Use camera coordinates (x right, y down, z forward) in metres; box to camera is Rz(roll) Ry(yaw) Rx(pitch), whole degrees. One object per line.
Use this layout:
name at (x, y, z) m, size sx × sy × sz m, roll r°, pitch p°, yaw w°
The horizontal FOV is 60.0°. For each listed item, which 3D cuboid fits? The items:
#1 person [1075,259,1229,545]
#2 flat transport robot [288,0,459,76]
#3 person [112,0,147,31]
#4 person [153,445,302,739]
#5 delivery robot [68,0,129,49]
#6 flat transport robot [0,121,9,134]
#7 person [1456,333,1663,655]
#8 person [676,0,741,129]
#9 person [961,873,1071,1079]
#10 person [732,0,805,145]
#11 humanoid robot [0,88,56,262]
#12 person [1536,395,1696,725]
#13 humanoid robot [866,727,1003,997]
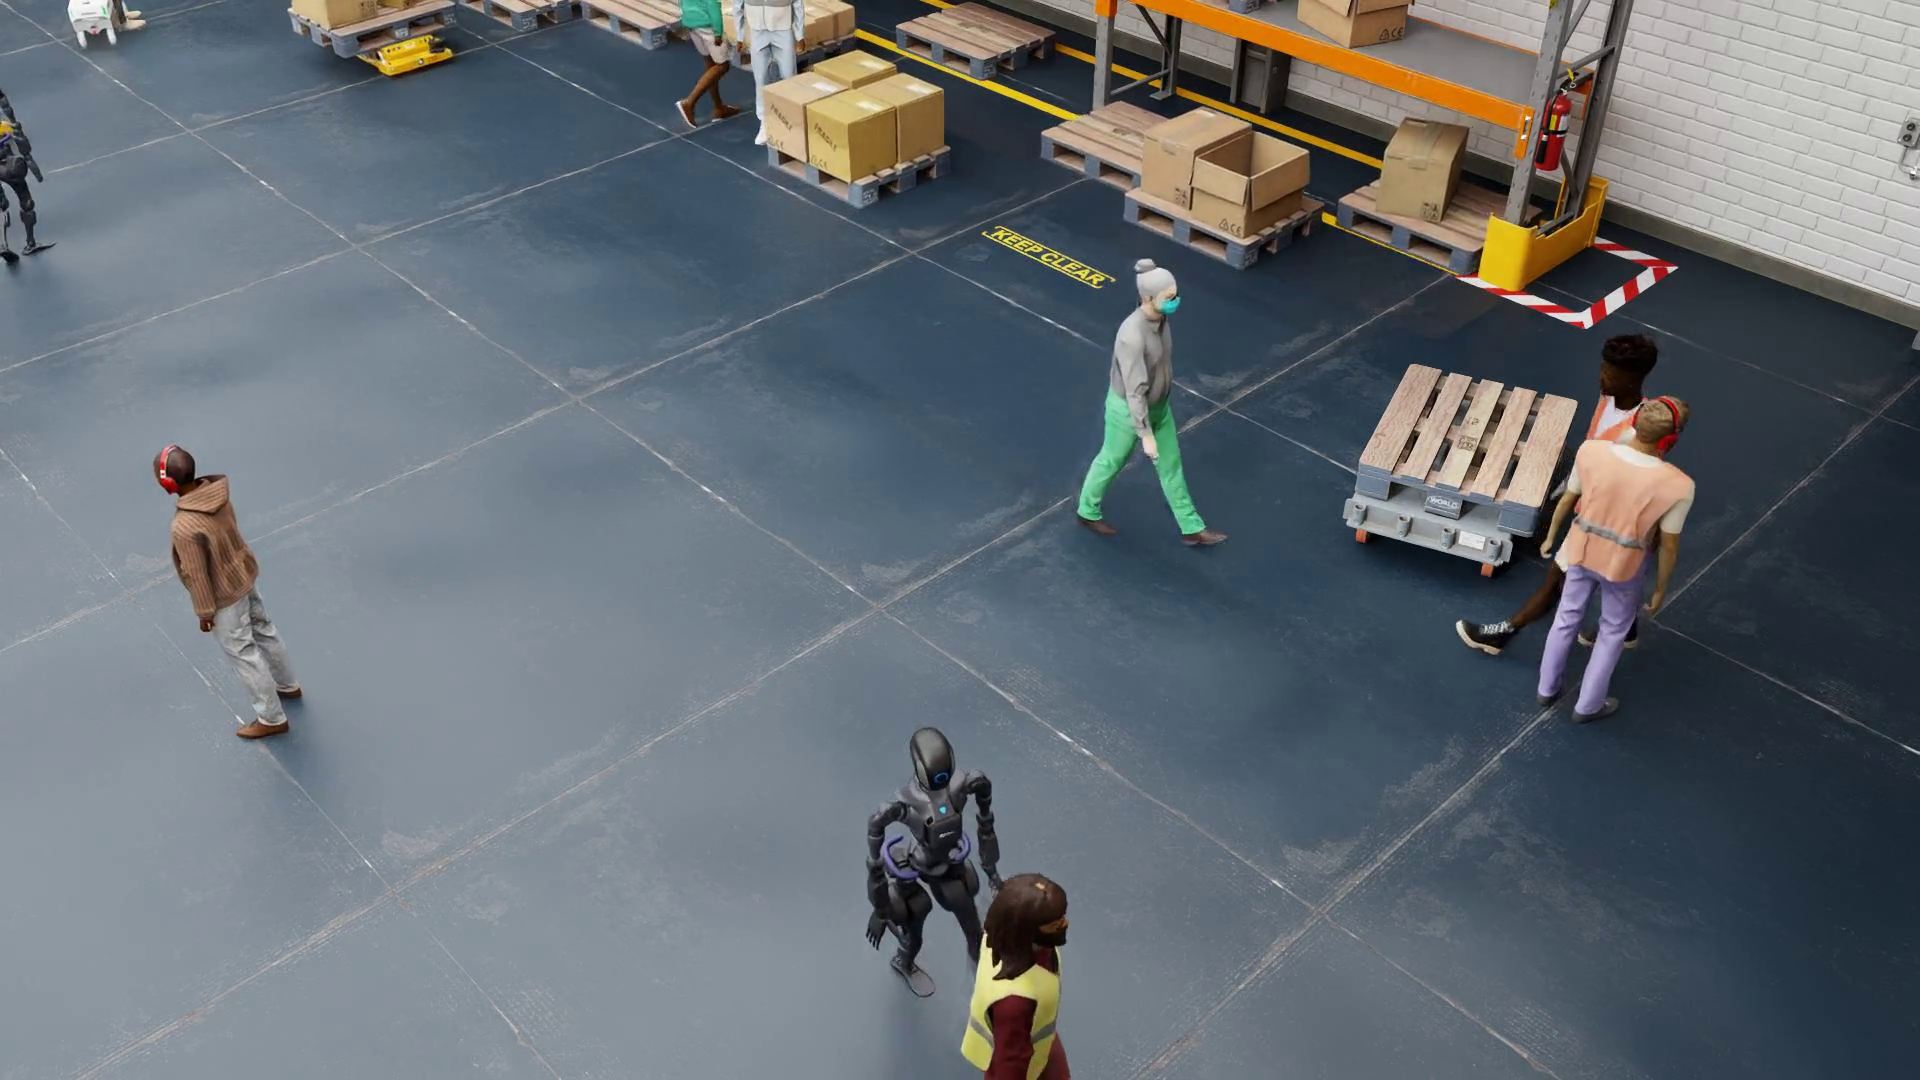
person at (1.076, -0.701, 9.196) m, size 0.938 × 1.792 × 0.518 m, roll 22°, pitch 42°, yaw 26°
flat transport robot at (-5.525, -4.774, 15.854) m, size 1.431 × 0.231 × 0.659 m, roll 31°, pitch 47°, yaw 34°
person at (-8.281, -5.925, 15.906) m, size 0.365 × 2.047 × 0.607 m, roll -18°, pitch 40°, yaw -22°
person at (-3.560, 0.238, 8.081) m, size 0.324 × 1.640 × 0.479 m, roll -1°, pitch 37°, yaw -1°
delivery robot at (-8.373, -5.130, 16.063) m, size 0.499 × 0.566 × 0.739 m, roll -11°, pitch 39°, yaw -15°
flat transport robot at (-8.974, -3.533, 14.210) m, size 1.431 × 0.231 × 0.659 m, roll 10°, pitch 38°, yaw 13°
person at (3.179, -0.192, 8.428) m, size 1.029 × 1.902 × 0.612 m, roll 4°, pitch 37°, yaw 5°
person at (-2.183, -4.369, 14.022) m, size 0.663 × 1.832 × 0.497 m, roll -30°, pitch 46°, yaw -33°
person at (0.153, 1.804, 5.927) m, size 0.832 × 1.744 × 0.478 m, roll 6°, pitch 37°, yaw 8°
person at (-1.571, -4.211, 13.753) m, size 0.595 × 1.908 × 0.407 m, roll 2°, pitch 37°, yaw 2°
humanoid robot at (-7.048, -2.790, 12.088) m, size 0.603 × 1.650 × 0.505 m, roll 5°, pitch 37°, yaw 7°
person at (3.134, 0.109, 8.097) m, size 0.637 × 1.829 × 0.391 m, roll 27°, pitch 45°, yaw 31°
humanoid robot at (-0.081, 1.373, 6.572) m, size 0.601 × 1.624 × 0.718 m, roll -17°, pitch 40°, yaw -21°
